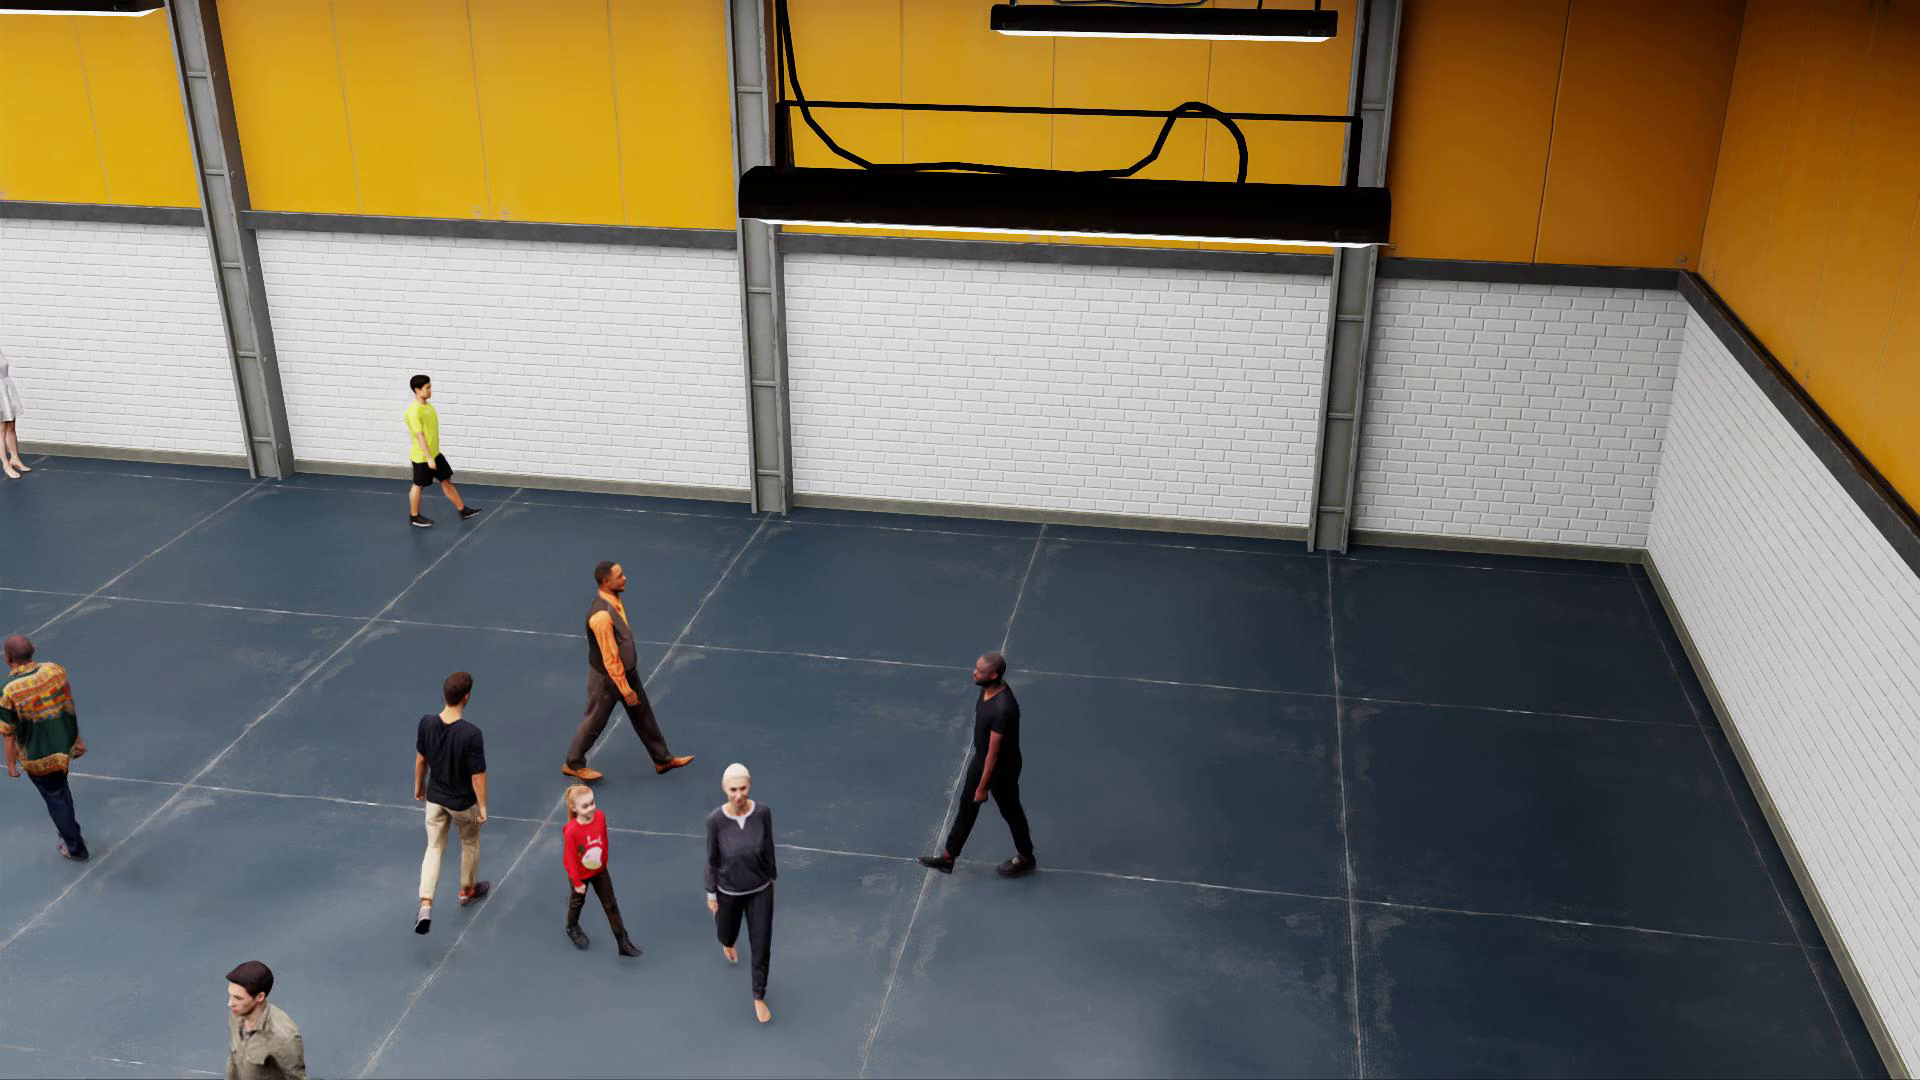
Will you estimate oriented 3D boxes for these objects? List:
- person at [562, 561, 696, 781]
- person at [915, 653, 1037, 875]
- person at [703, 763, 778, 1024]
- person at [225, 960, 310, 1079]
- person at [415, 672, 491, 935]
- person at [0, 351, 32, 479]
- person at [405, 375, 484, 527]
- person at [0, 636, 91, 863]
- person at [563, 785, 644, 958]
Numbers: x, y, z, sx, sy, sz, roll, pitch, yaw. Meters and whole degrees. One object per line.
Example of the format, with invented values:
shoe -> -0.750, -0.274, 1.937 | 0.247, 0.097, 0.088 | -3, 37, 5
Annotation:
person -> -2.784, 1.066, 12.802 | 1.289, 1.863, 0.771 | 2, 24, 4
person -> 0.345, 1.605, 11.668 | 1.218, 1.783, 0.974 | -5, 24, -12
person -> -1.390, 2.146, 10.529 | 1.042, 1.703, 0.964 | -7, 25, -15
person -> -3.412, 2.922, 8.595 | 1.135, 1.832, 1.110 | 19, 30, 36
person -> -3.451, 1.805, 11.173 | 0.944, 1.814, 0.788 | 3, 24, 7
person -> -10.955, -1.587, 18.981 | 0.654, 1.775, 0.665 | 2, 24, 4
person -> -5.722, -0.917, 17.572 | 1.001, 1.675, 0.666 | 3, 24, 6
person -> -6.460, 1.516, 11.855 | 0.877, 1.797, 0.823 | 13, 27, 26
person -> -2.503, 2.180, 11.022 | 0.967, 1.247, 0.812 | 21, 31, 39
